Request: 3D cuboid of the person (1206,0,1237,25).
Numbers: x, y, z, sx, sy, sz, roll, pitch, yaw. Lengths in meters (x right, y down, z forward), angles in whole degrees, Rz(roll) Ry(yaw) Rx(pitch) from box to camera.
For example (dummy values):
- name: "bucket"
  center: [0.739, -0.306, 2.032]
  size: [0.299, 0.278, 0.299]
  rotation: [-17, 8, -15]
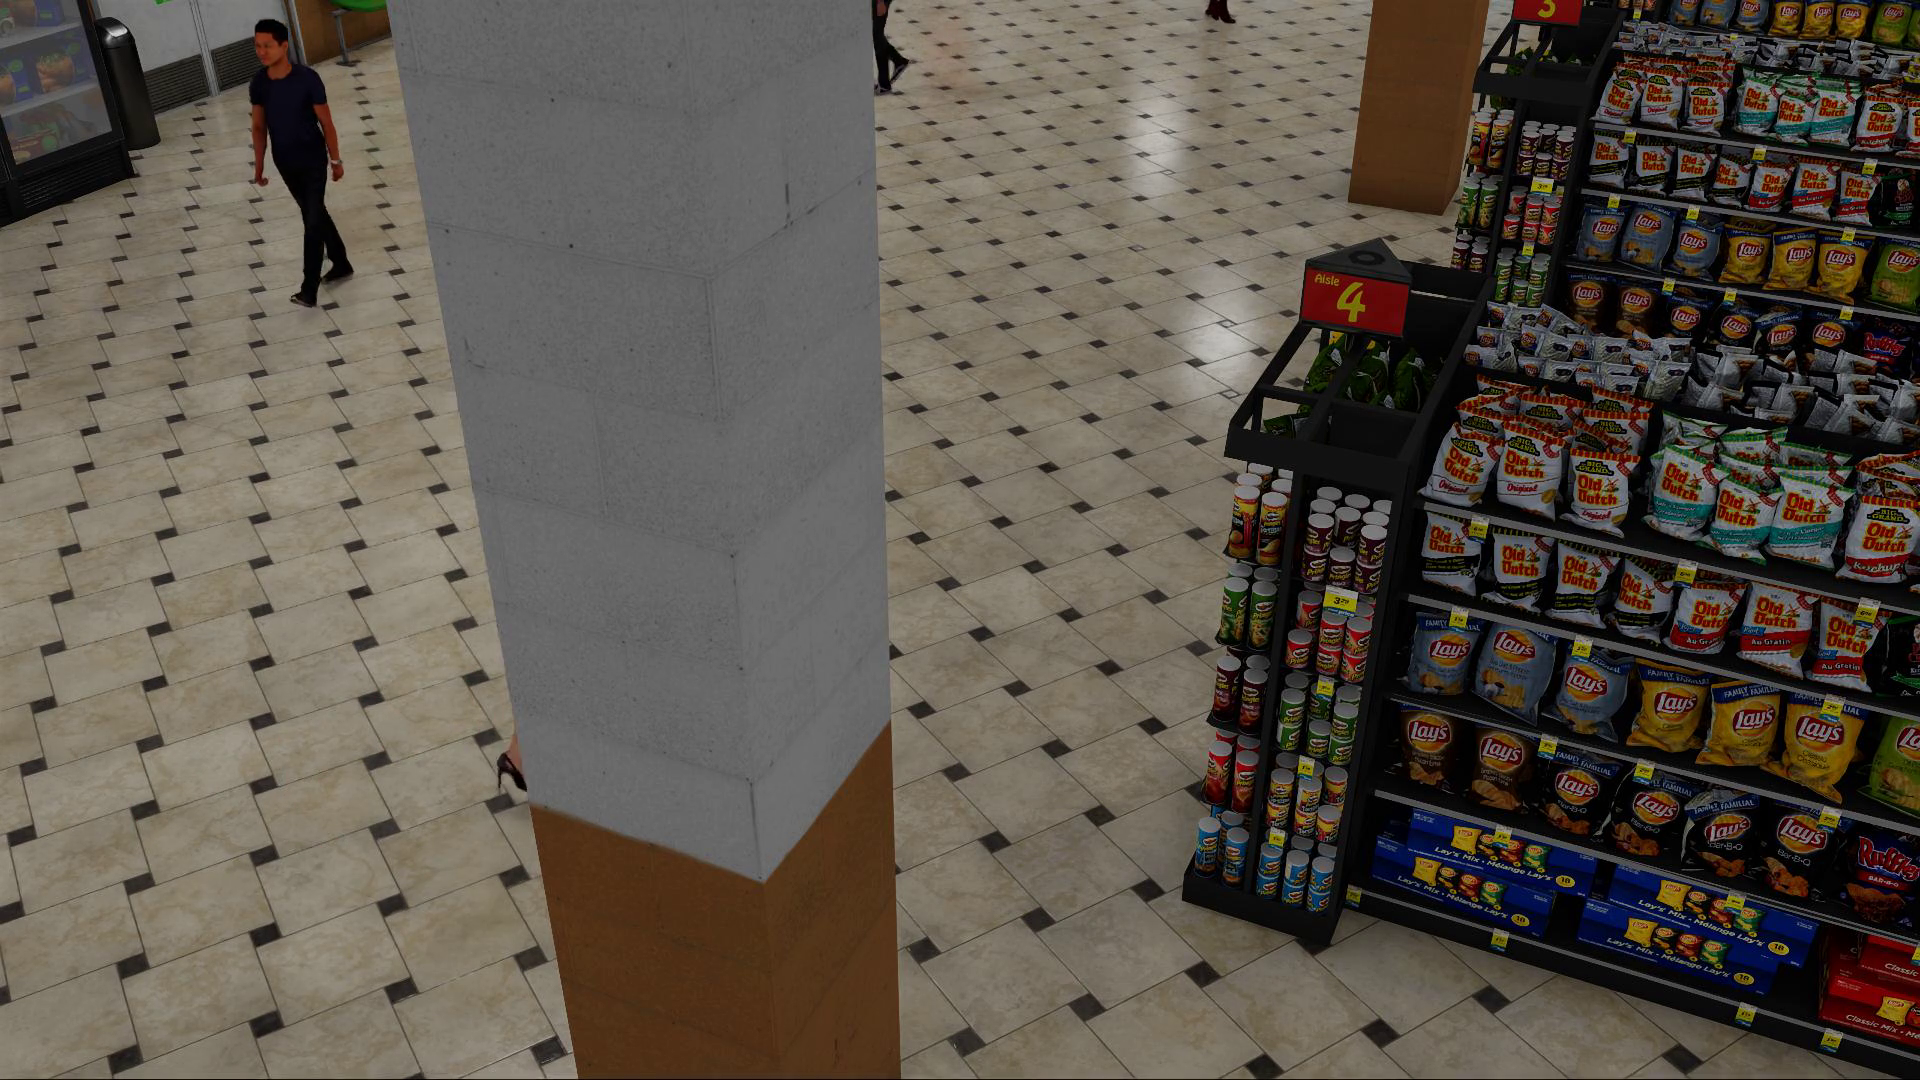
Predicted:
- name: "person"
  center: [2.593, -5.974, 16.296]
  size: [0.822, 1.690, 0.723]
  rotation: [-24, 39, -33]

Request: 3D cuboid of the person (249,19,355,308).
- name: "person"
  center: [-4.103, -2.409, 10.505]
  size: [1.049, 1.755, 0.853]
  rotation: [7, 33, 11]
